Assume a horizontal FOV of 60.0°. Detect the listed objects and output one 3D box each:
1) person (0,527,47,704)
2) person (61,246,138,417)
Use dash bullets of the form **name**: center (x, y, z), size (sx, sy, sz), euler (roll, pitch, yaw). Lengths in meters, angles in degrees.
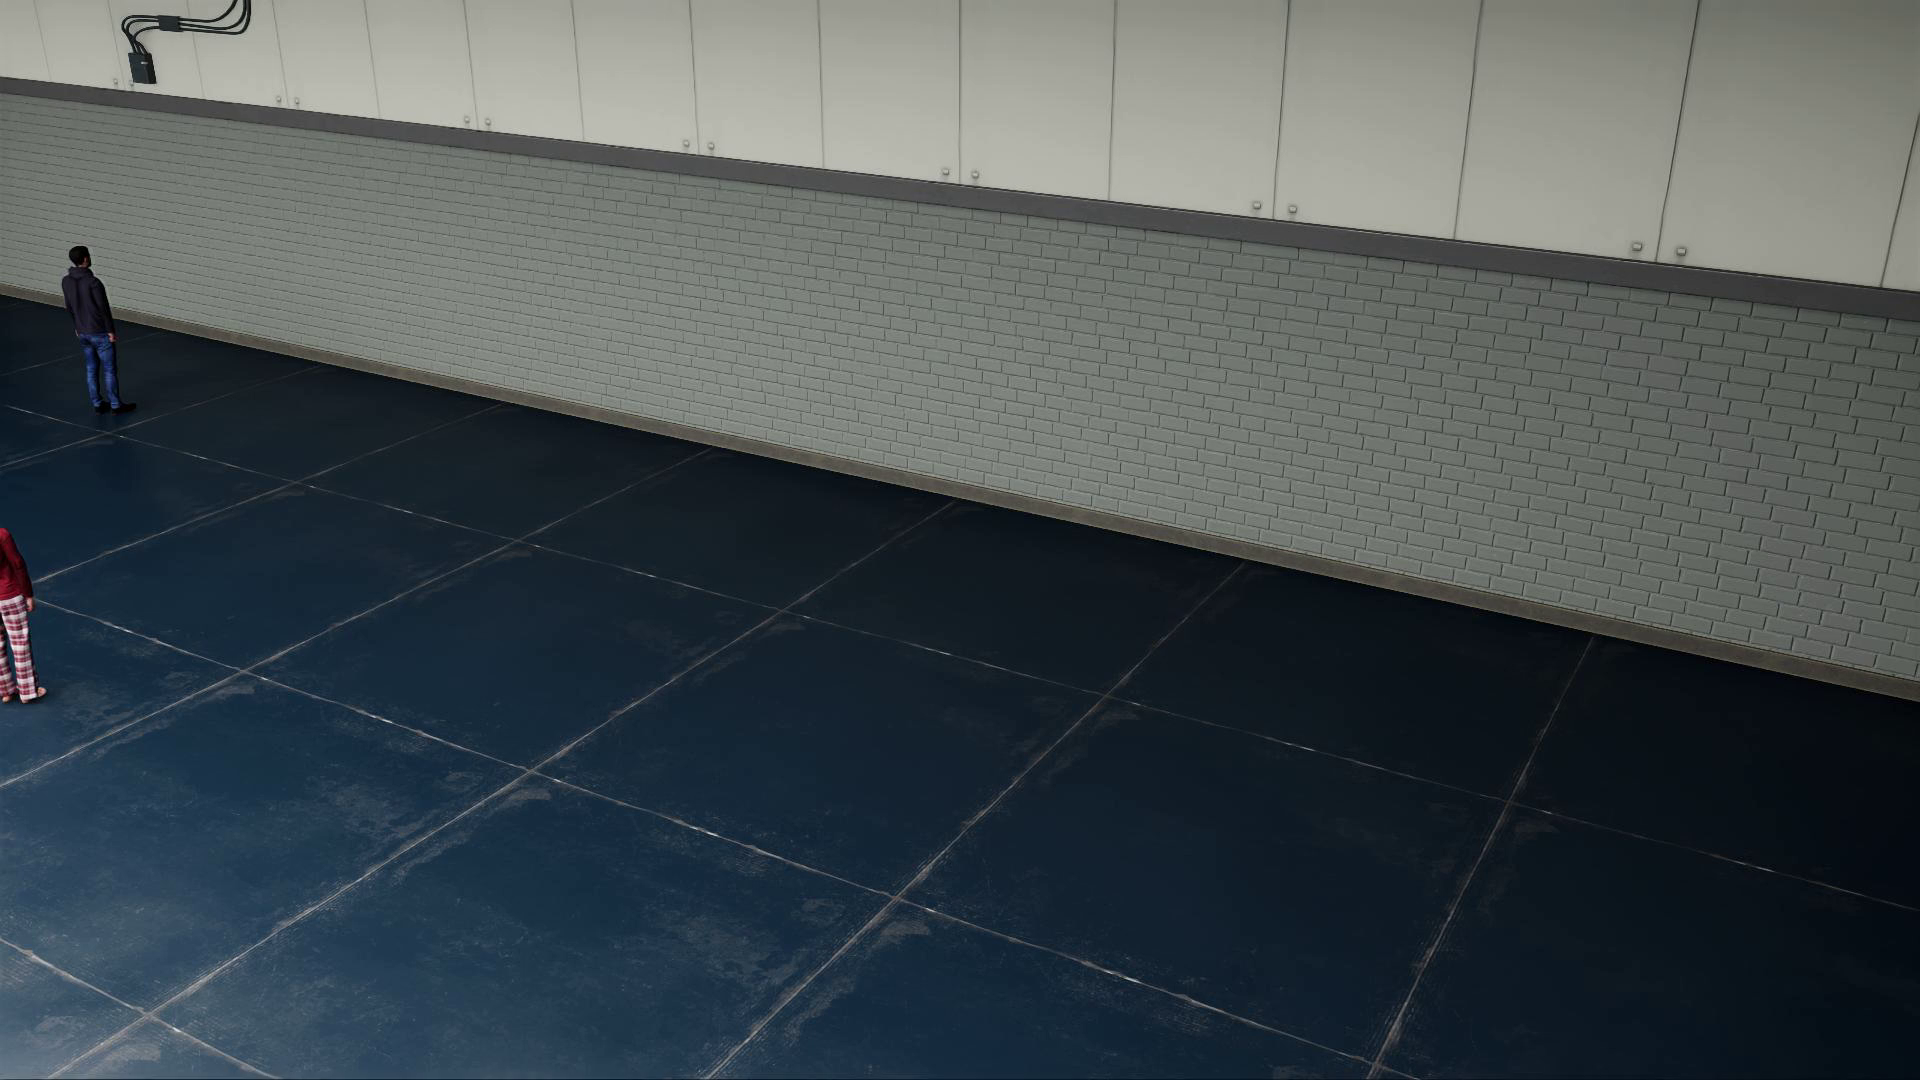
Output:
- **person**: center (-7.082, 0.401, 12.242), size (0.686, 1.699, 0.695), euler (-1, 23, -2)
- **person**: center (-9.572, -2.311, 18.370), size (0.725, 1.895, 0.662), euler (6, 24, 14)
